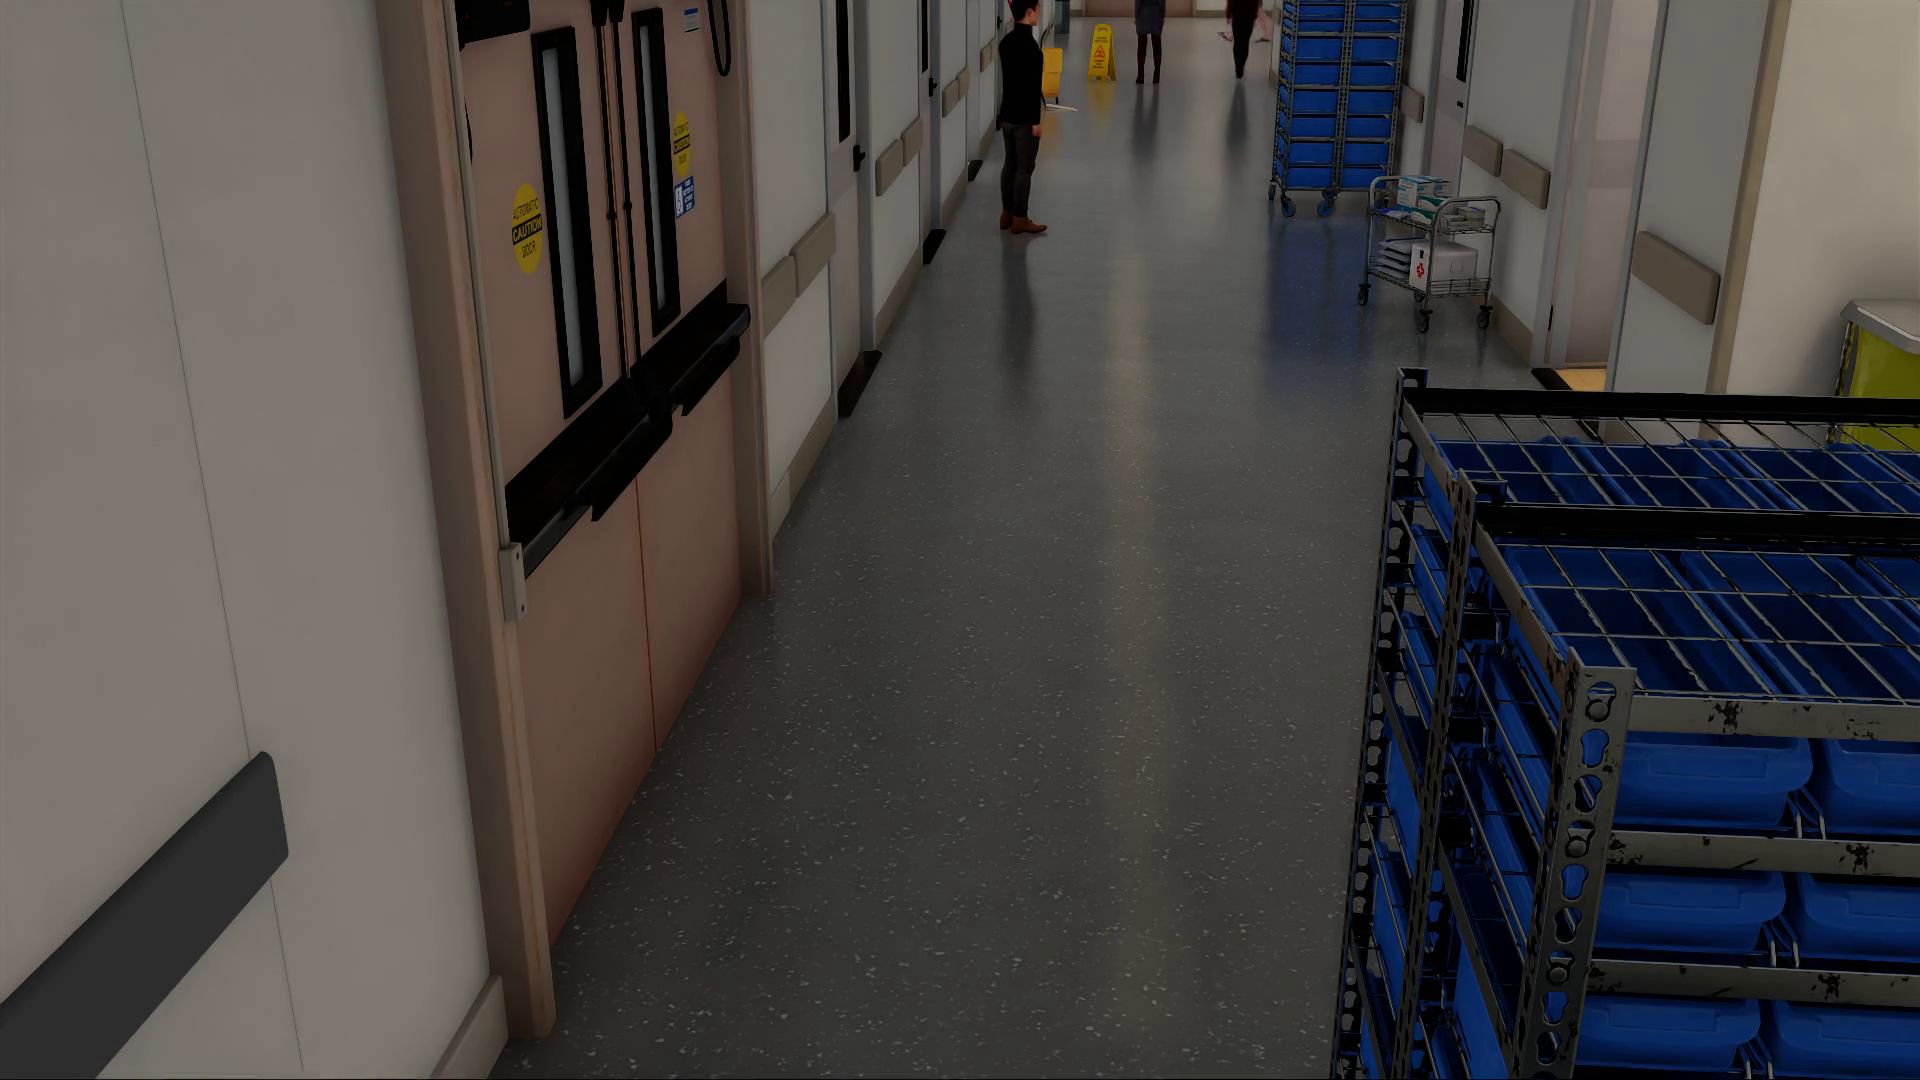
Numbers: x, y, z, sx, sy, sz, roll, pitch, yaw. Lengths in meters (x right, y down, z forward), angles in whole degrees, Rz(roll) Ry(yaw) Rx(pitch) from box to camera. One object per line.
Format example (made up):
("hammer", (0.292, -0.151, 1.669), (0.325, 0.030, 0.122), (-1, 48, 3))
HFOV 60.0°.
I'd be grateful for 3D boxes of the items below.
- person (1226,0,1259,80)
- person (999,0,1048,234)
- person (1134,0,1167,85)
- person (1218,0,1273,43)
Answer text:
("person", (3.904, -7.163, 22.977), (0.624, 1.610, 1.089), (3, 21, 7))
("person", (0.443, -3.132, 12.175), (0.780, 1.723, 0.649), (-9, 22, -22))
("person", (2.601, -7.143, 22.784), (0.605, 1.710, 0.554), (-1, 21, -3))
("person", (5.268, -9.678, 29.375), (0.922, 1.783, 1.179), (7, 22, 18))
